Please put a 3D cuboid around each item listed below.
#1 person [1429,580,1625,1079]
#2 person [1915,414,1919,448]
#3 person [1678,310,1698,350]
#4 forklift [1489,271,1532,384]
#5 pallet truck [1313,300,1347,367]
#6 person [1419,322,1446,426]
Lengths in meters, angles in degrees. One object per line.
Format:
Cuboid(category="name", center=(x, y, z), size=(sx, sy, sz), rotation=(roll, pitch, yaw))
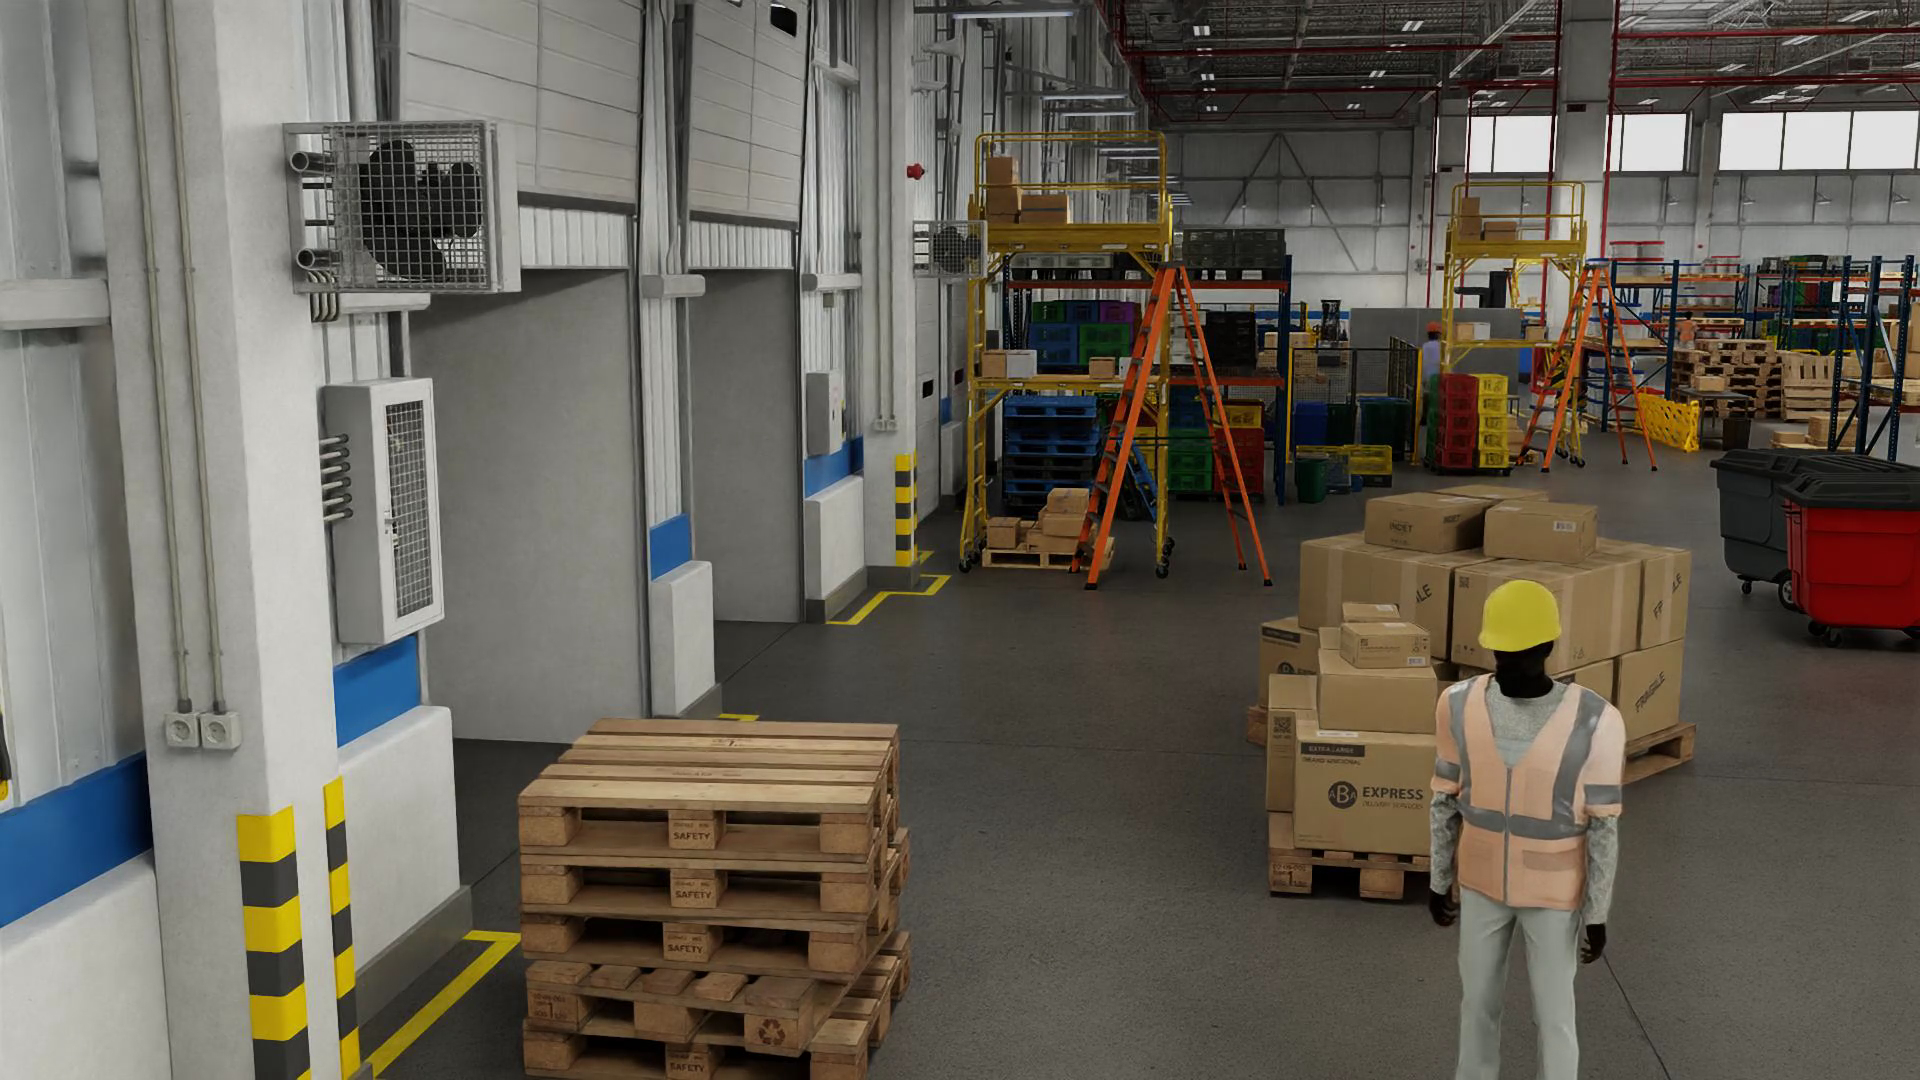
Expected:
Cuboid(category="person", center=(1.727, 1.064, 5.172), size=(0.586, 1.918, 0.398), rotation=(7, 11, 36))
Cuboid(category="person", center=(15.574, -2.333, 26.680), size=(0.321, 1.736, 0.485), rotation=(5, 11, 30))
Cuboid(category="person", center=(21.203, -5.851, 48.510), size=(0.540, 1.687, 0.448), rotation=(6, 11, 34))
Cuboid(category="forklift", center=(13.422, -5.322, 41.591), size=(1.873, 2.768, 1.129), rotation=(1, 9, 9))
Cuboid(category="pallet truck", center=(11.159, -6.200, 49.718), size=(0.823, 1.965, 1.885), rotation=(4, 10, 26))
Cuboid(category="person", center=(8.624, -2.998, 30.238), size=(0.553, 1.919, 0.808), rotation=(-2, 10, -15))
